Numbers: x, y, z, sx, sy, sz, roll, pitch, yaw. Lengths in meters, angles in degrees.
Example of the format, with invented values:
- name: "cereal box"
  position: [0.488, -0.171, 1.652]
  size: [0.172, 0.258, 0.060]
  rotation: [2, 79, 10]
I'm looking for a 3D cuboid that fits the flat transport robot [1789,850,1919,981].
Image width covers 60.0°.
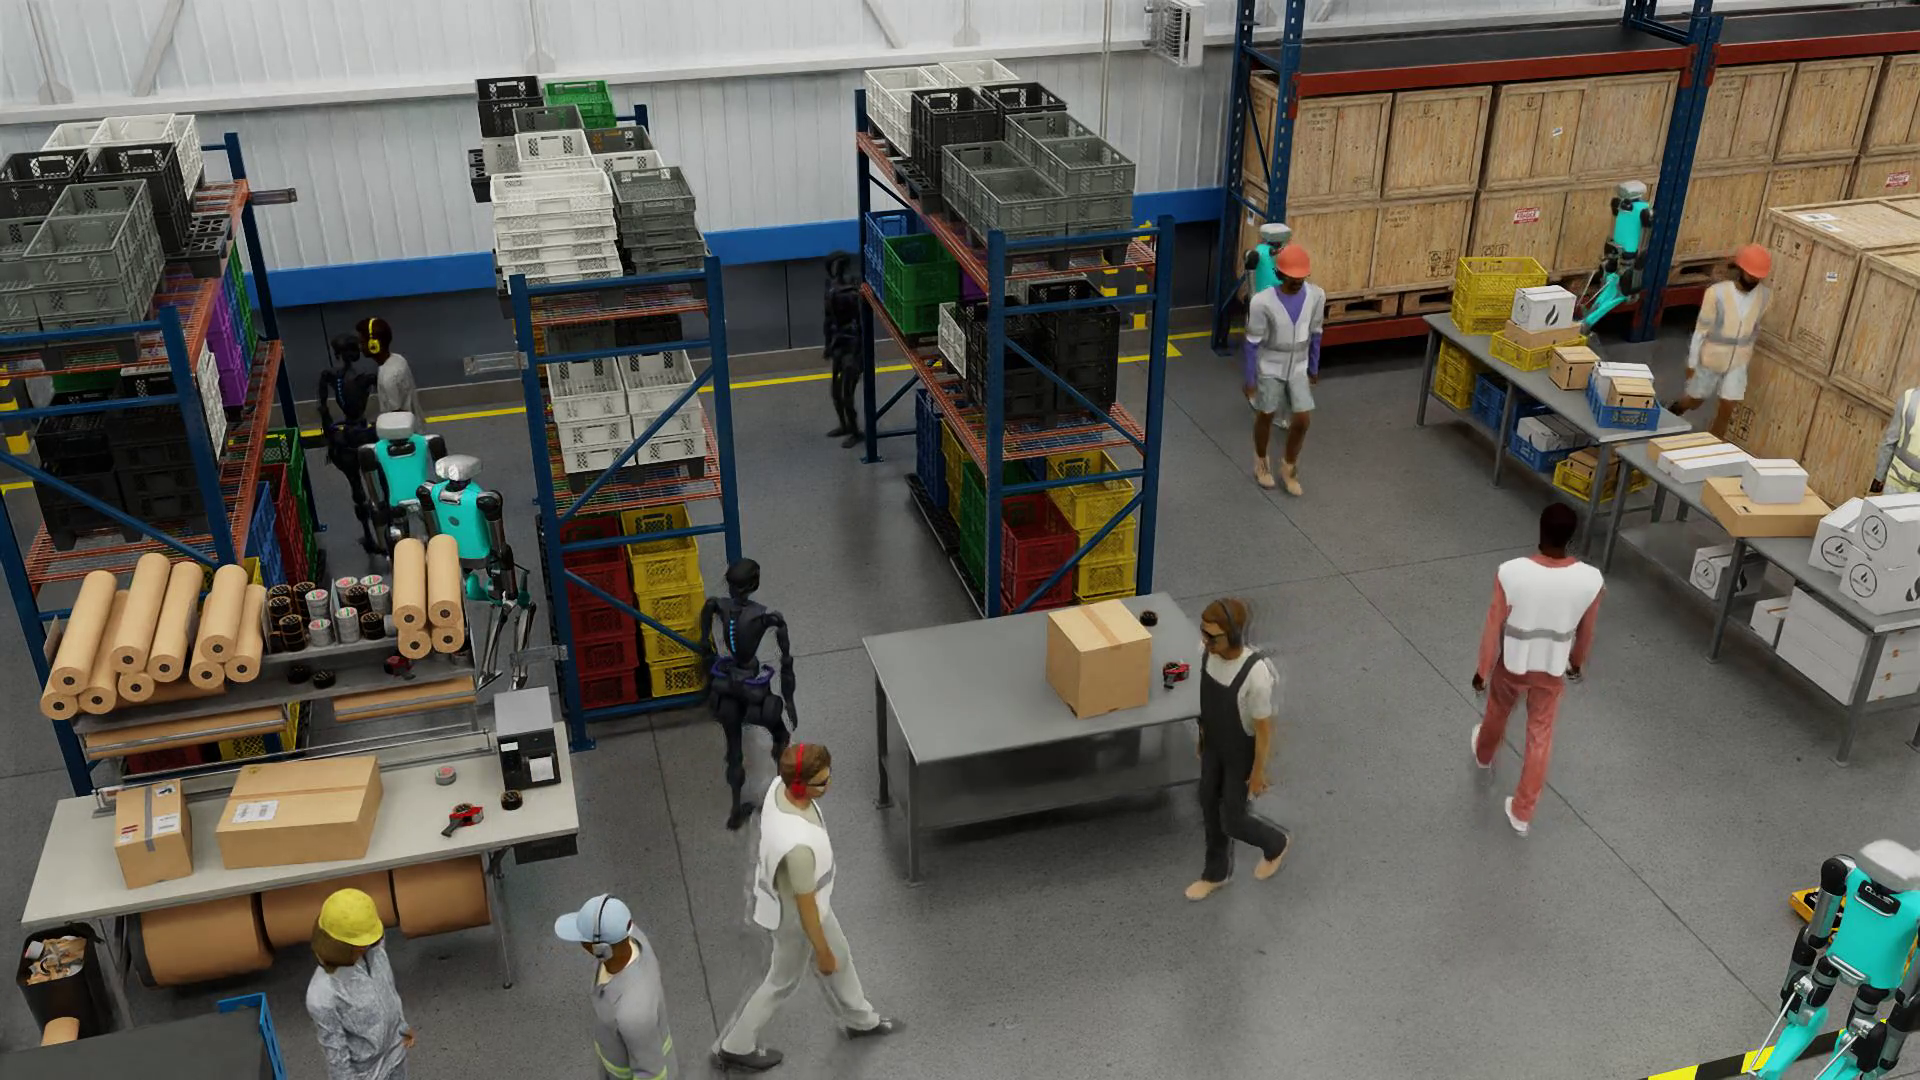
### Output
- name: "flat transport robot"
  position: [5.163, 1.916, 8.676]
  size: [1.431, 0.231, 0.659]
  rotation: [-8, 30, -14]

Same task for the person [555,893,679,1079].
- name: "person"
  position: [-1.320, 2.141, 6.623]
  size: [0.389, 1.849, 0.595]
  rotation: [-9, 30, -16]

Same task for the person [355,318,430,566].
- name: "person"
  position: [-3.936, -0.697, 11.794]
  size: [0.390, 1.851, 0.509]
  rotation: [-6, 29, -10]

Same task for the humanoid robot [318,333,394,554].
- name: "humanoid robot"
  position: [-4.305, -0.662, 11.913]
  size: [0.613, 1.644, 0.456]
  rotation: [7, 30, 12]

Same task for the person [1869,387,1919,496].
- name: "person"
  position: [6.478, -0.364, 11.190]
  size: [0.633, 1.841, 0.429]
  rotation: [21, 35, 33]

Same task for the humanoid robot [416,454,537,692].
- name: "humanoid robot"
  position: [-2.867, 0.152, 10.221]
  size: [0.533, 1.677, 0.735]
  rotation: [8, 30, 14]

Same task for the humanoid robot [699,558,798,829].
- name: "humanoid robot"
  position: [-1.172, 0.808, 9.233]
  size: [0.590, 1.648, 0.560]
  rotation: [10, 30, 18]

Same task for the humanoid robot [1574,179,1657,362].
- name: "humanoid robot"
  position: [5.668, -2.296, 14.857]
  size: [0.830, 1.795, 0.576]
  rotation: [-7, 30, -12]

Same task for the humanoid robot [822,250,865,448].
- name: "humanoid robot"
  position: [-0.929, -1.555, 13.524]
  size: [0.309, 1.649, 0.609]
  rotation: [-17, 33, -28]

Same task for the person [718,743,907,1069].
- name: "person"
  position: [-0.729, 1.681, 7.545]
  size: [0.914, 1.808, 0.580]
  rotation: [-4, 29, -7]

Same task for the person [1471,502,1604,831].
- name: "person"
  position: [3.191, 0.639, 9.313]
  size: [0.628, 1.877, 0.942]
  rotation: [3, 29, 5]

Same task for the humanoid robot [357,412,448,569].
- name: "humanoid robot"
  position: [-3.386, 0.120, 10.453]
  size: [0.555, 1.817, 0.742]
  rotation: [-9, 30, -16]

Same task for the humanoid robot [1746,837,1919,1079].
- name: "humanoid robot"
  position: [3.504, 2.018, 6.828]
  size: [0.735, 1.675, 0.533]
  rotation: [-16, 33, -27]

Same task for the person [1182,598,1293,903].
- name: "person"
  position: [1.441, 1.069, 8.608]
  size: [0.534, 1.820, 0.523]
  rotation: [-15, 32, -25]

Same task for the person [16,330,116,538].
- name: "person"
  position: [-6.571, -0.880, 12.121]
  size: [0.494, 1.860, 0.322]
  rotation: [6, 29, 11]

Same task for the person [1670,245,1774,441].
- name: "person"
  position: [6.018, -1.474, 13.152]
  size: [0.549, 1.898, 0.846]
  rotation: [2, 29, 4]

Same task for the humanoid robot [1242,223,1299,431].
- name: "humanoid robot"
  position: [2.658, -1.701, 13.721]
  size: [0.536, 1.736, 0.968]
  rotation: [-14, 32, -24]

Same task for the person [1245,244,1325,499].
- name: "person"
  position: [2.474, -1.256, 12.622]
  size: [0.646, 2.019, 0.707]
  rotation: [-5, 29, -10]

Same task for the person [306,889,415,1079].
- name: "person"
  position: [-2.379, 2.120, 6.780]
  size: [0.308, 1.735, 0.483]
  rotation: [5, 29, 9]
